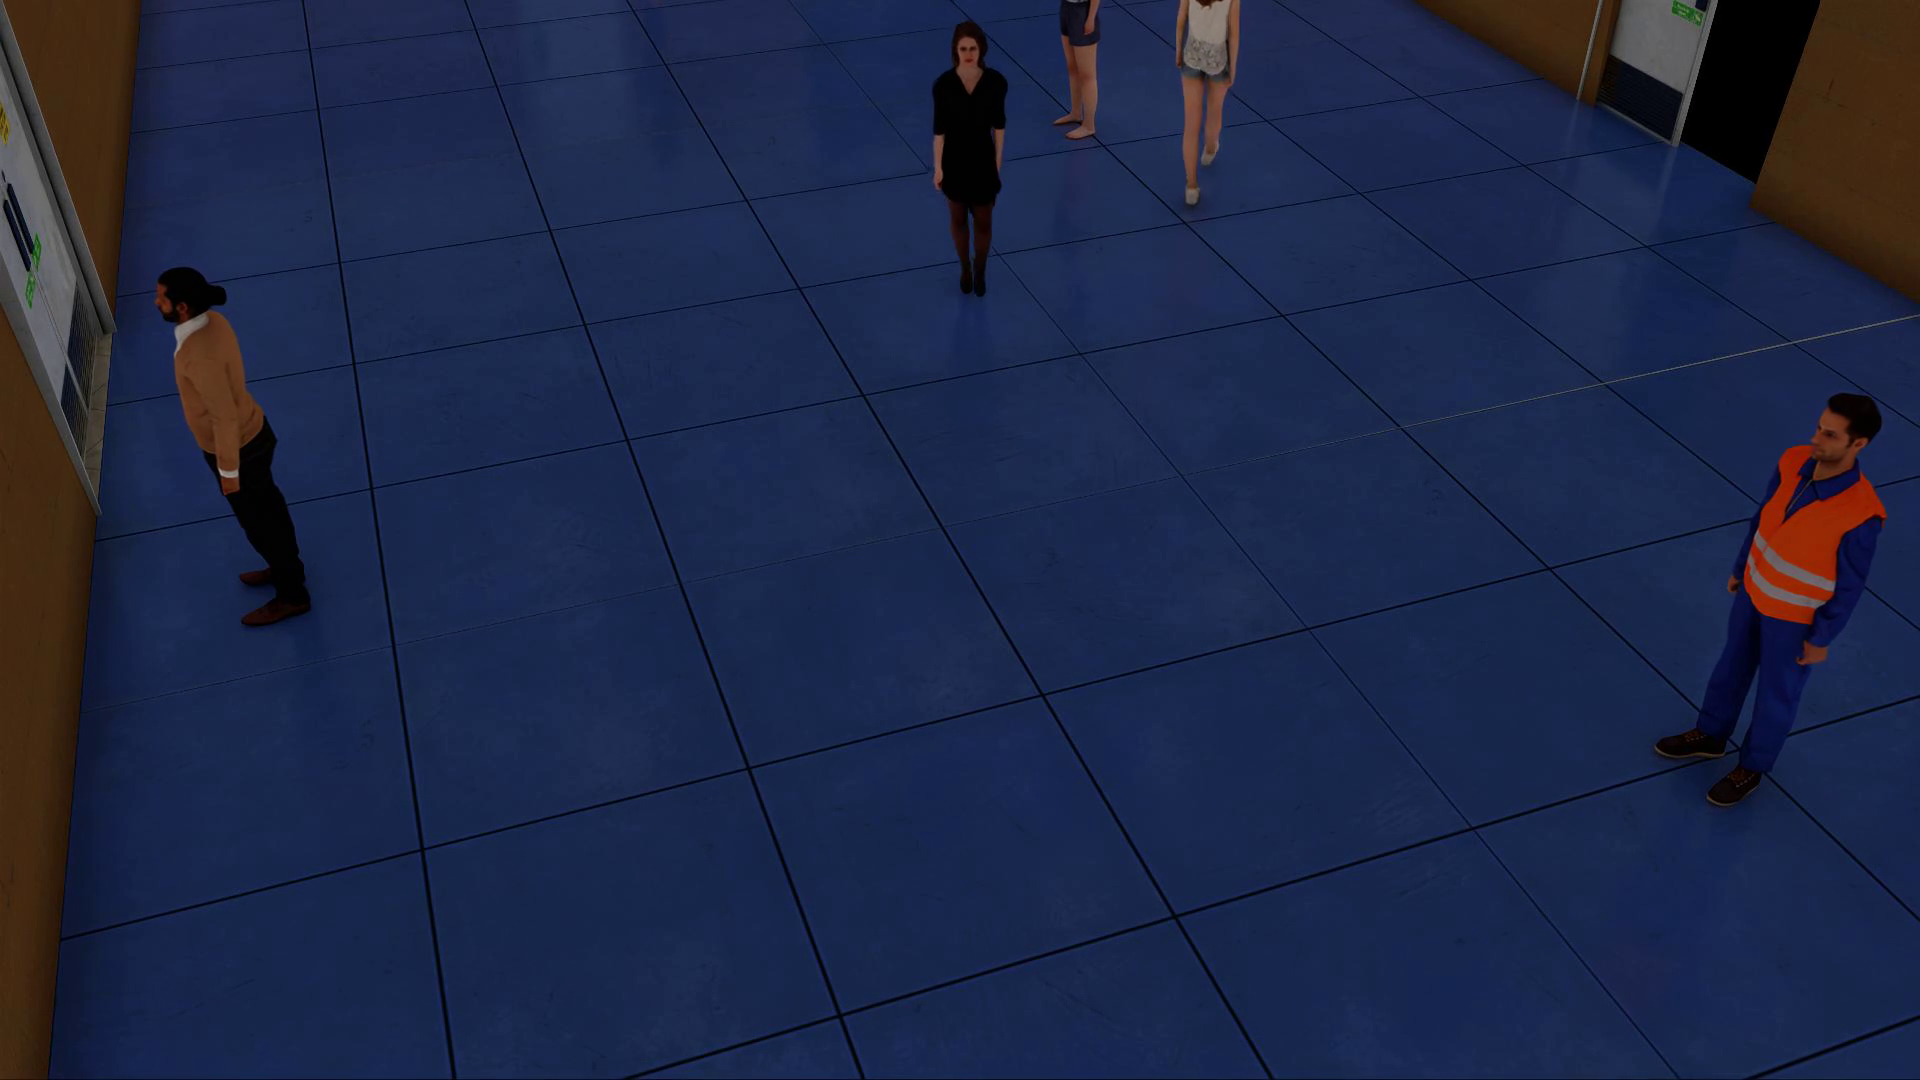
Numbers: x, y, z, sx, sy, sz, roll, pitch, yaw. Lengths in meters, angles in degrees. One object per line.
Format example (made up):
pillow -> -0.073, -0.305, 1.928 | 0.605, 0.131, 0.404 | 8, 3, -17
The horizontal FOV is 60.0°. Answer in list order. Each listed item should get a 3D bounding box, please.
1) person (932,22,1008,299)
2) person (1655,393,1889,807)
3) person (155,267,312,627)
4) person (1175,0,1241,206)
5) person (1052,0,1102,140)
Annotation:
person -> 0.032, -2.258, 9.849 | 0.653, 1.691, 0.738 | 0, 37, -1
person -> 3.170, 0.235, 6.398 | 0.590, 1.864, 0.675 | -11, 38, -14
person -> -3.207, -0.419, 7.361 | 0.576, 1.754, 0.645 | -11, 38, -14
person -> 1.587, -3.035, 10.871 | 1.095, 1.726, 1.049 | 9, 38, 12
person -> 0.872, -3.692, 11.809 | 0.501, 1.650, 0.589 | -11, 38, -14
